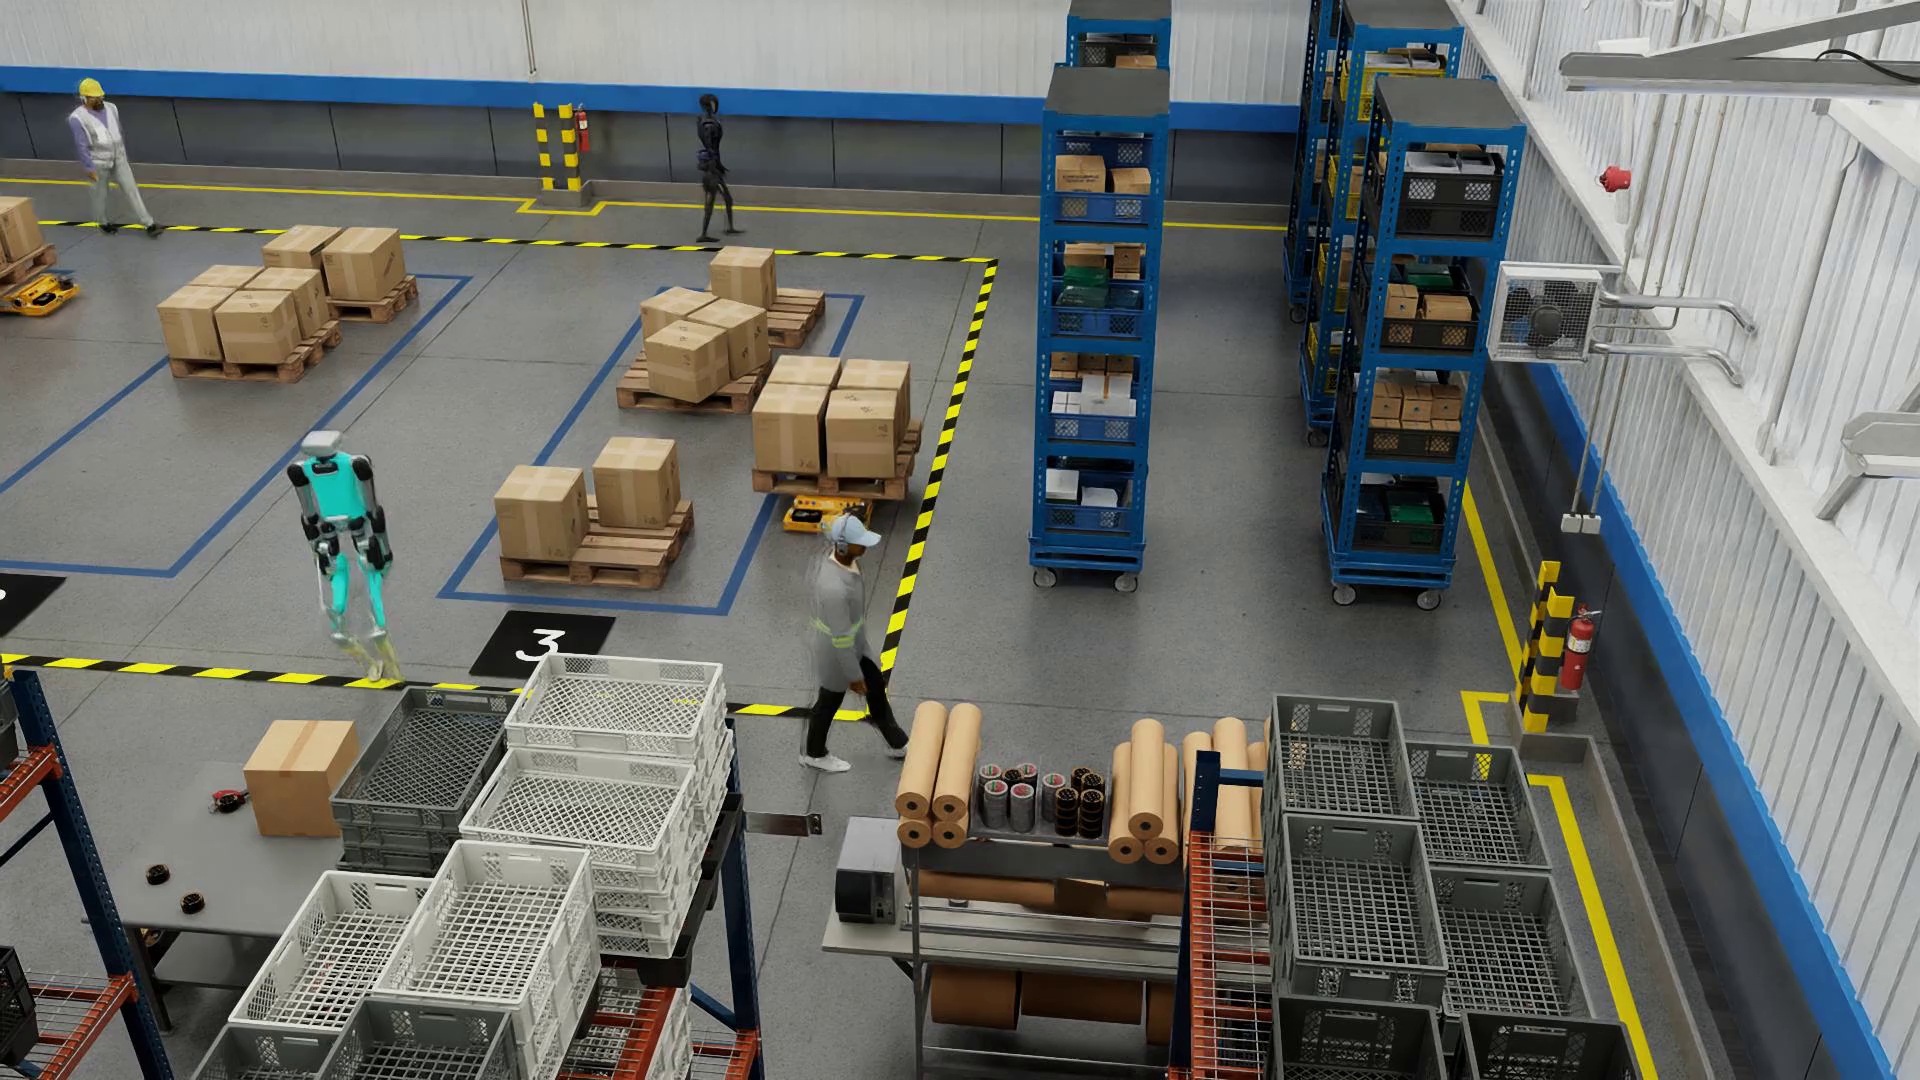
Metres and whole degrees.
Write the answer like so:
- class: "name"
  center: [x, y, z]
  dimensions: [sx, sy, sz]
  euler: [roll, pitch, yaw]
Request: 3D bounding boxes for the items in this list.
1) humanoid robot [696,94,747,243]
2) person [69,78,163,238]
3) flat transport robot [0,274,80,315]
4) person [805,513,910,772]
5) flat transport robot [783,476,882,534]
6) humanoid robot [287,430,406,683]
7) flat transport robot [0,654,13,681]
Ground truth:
- class: "humanoid robot"
  center: [-2.681, -4.090, 18.304]
  dimensions: [0.567, 1.640, 0.589]
  euler: [-2, 30, -3]
- class: "person"
  center: [-9.424, -4.213, 18.404]
  dimensions: [0.942, 1.778, 0.616]
  euler: [18, 35, 27]
- class: "flat transport robot"
  center: [-9.882, -2.541, 17.010]
  dimensions: [1.431, 0.197, 0.652]
  euler: [3, 30, 6]
- class: "person"
  center: [-0.571, 0.654, 10.015]
  dimensions: [0.877, 1.813, 0.605]
  euler: [5, 31, 8]
- class: "flat transport robot"
  center: [-0.974, -0.496, 13.497]
  dimensions: [0.652, 0.197, 1.431]
  euler: [3, 30, 6]
- class: "humanoid robot"
  center: [-4.032, 0.228, 10.884]
  dimensions: [0.577, 1.824, 0.745]
  euler: [-2, 30, -3]
- class: "flat transport robot"
  center: [-7.142, 0.969, 11.010]
  dimensions: [1.431, 0.231, 0.659]
  euler: [3, 30, 6]
